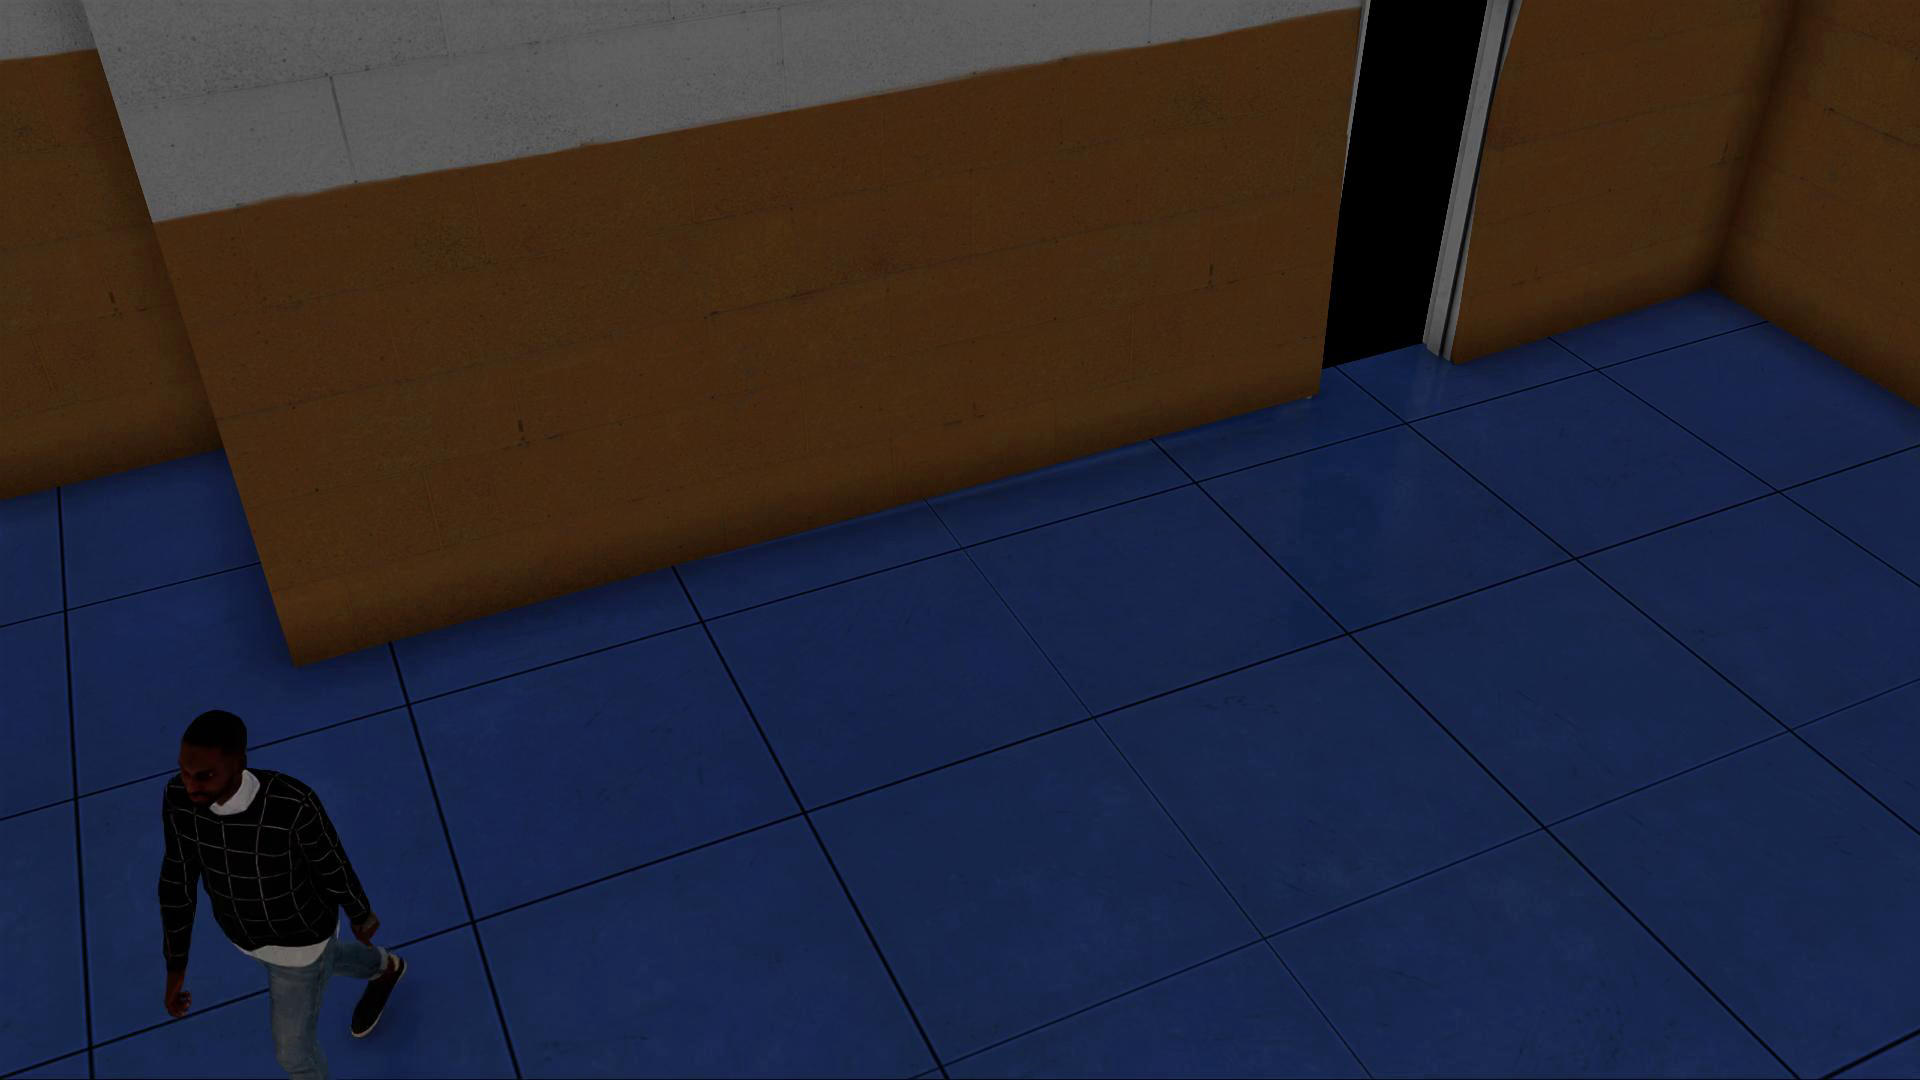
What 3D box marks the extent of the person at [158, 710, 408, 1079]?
[{"bbox_3d":[-2.067,1.137,5.206,1.177,1.773,1.276,10,38,13],"label":"person"}]
